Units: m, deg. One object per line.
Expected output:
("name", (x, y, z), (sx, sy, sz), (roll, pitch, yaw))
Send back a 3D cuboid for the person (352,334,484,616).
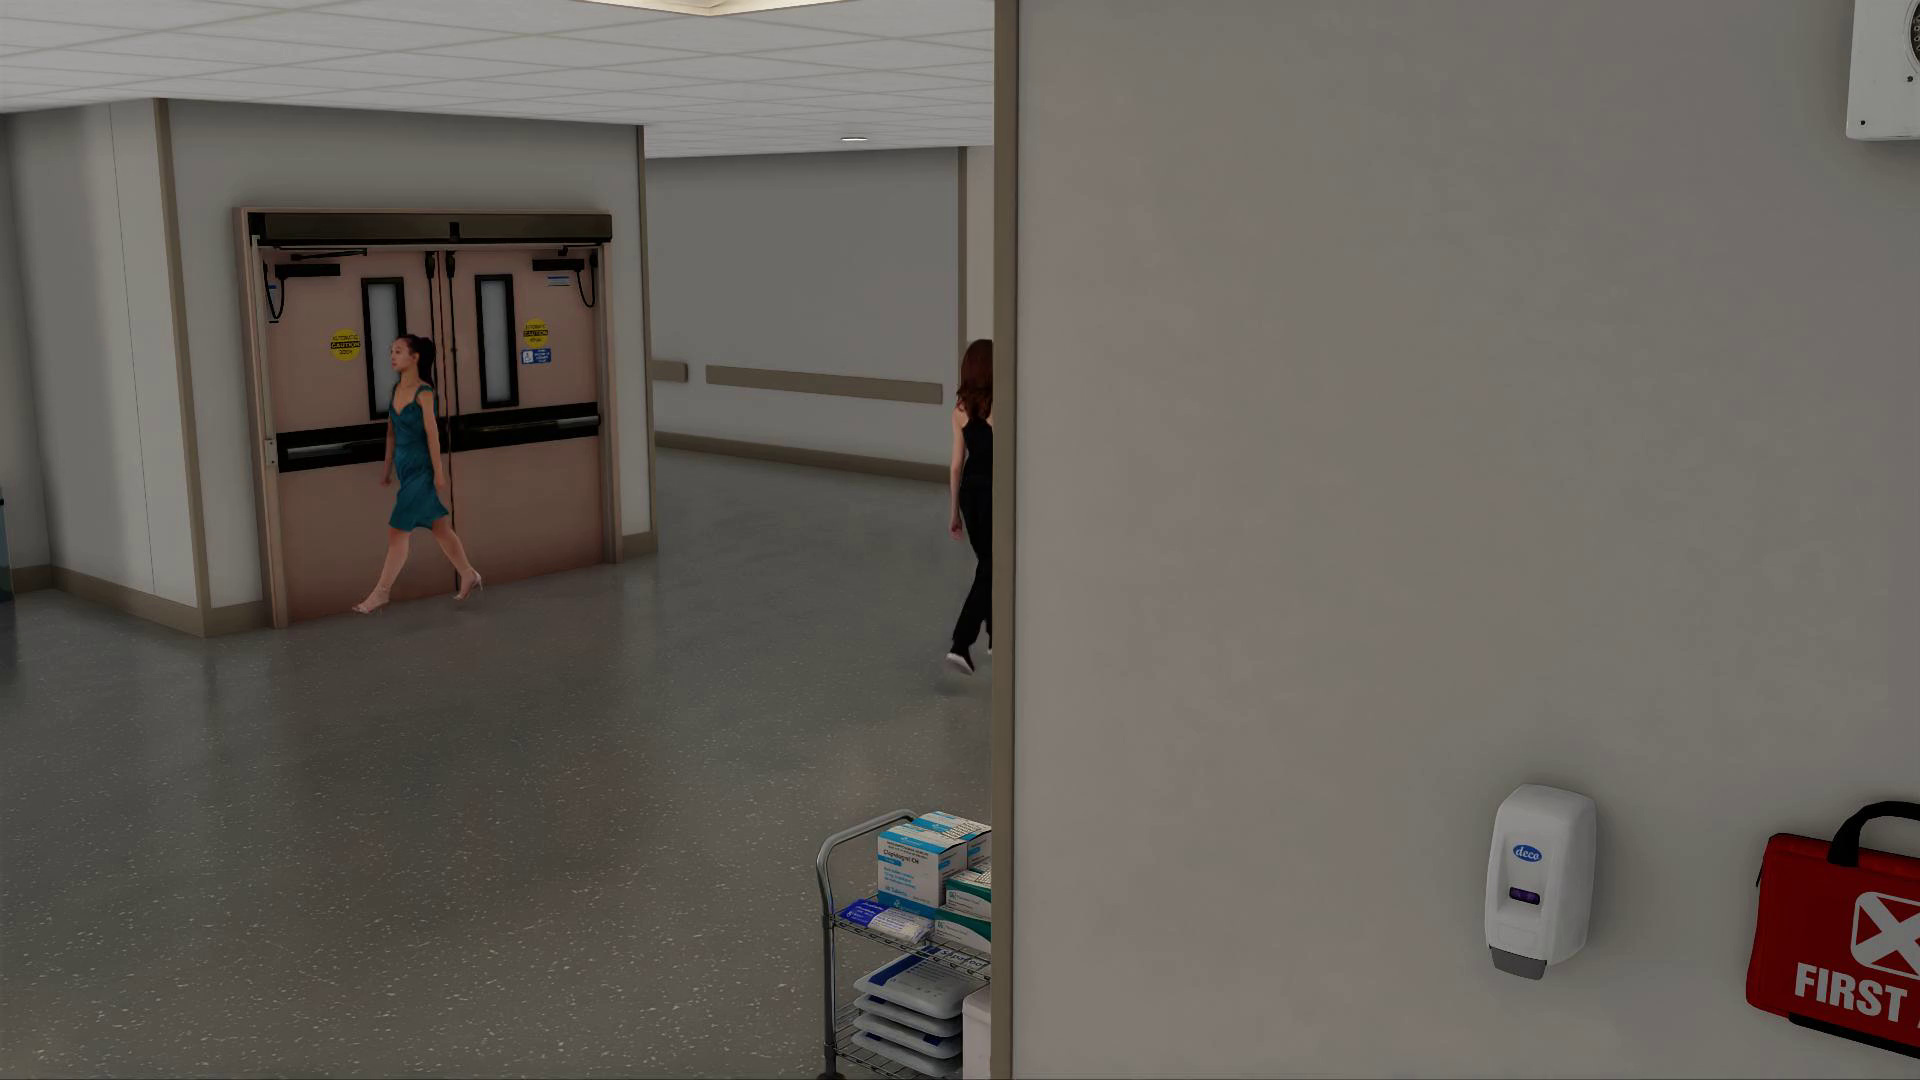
("person", (-3.173, -0.362, 9.937), (0.622, 1.634, 1.058), (10, 15, 43))
